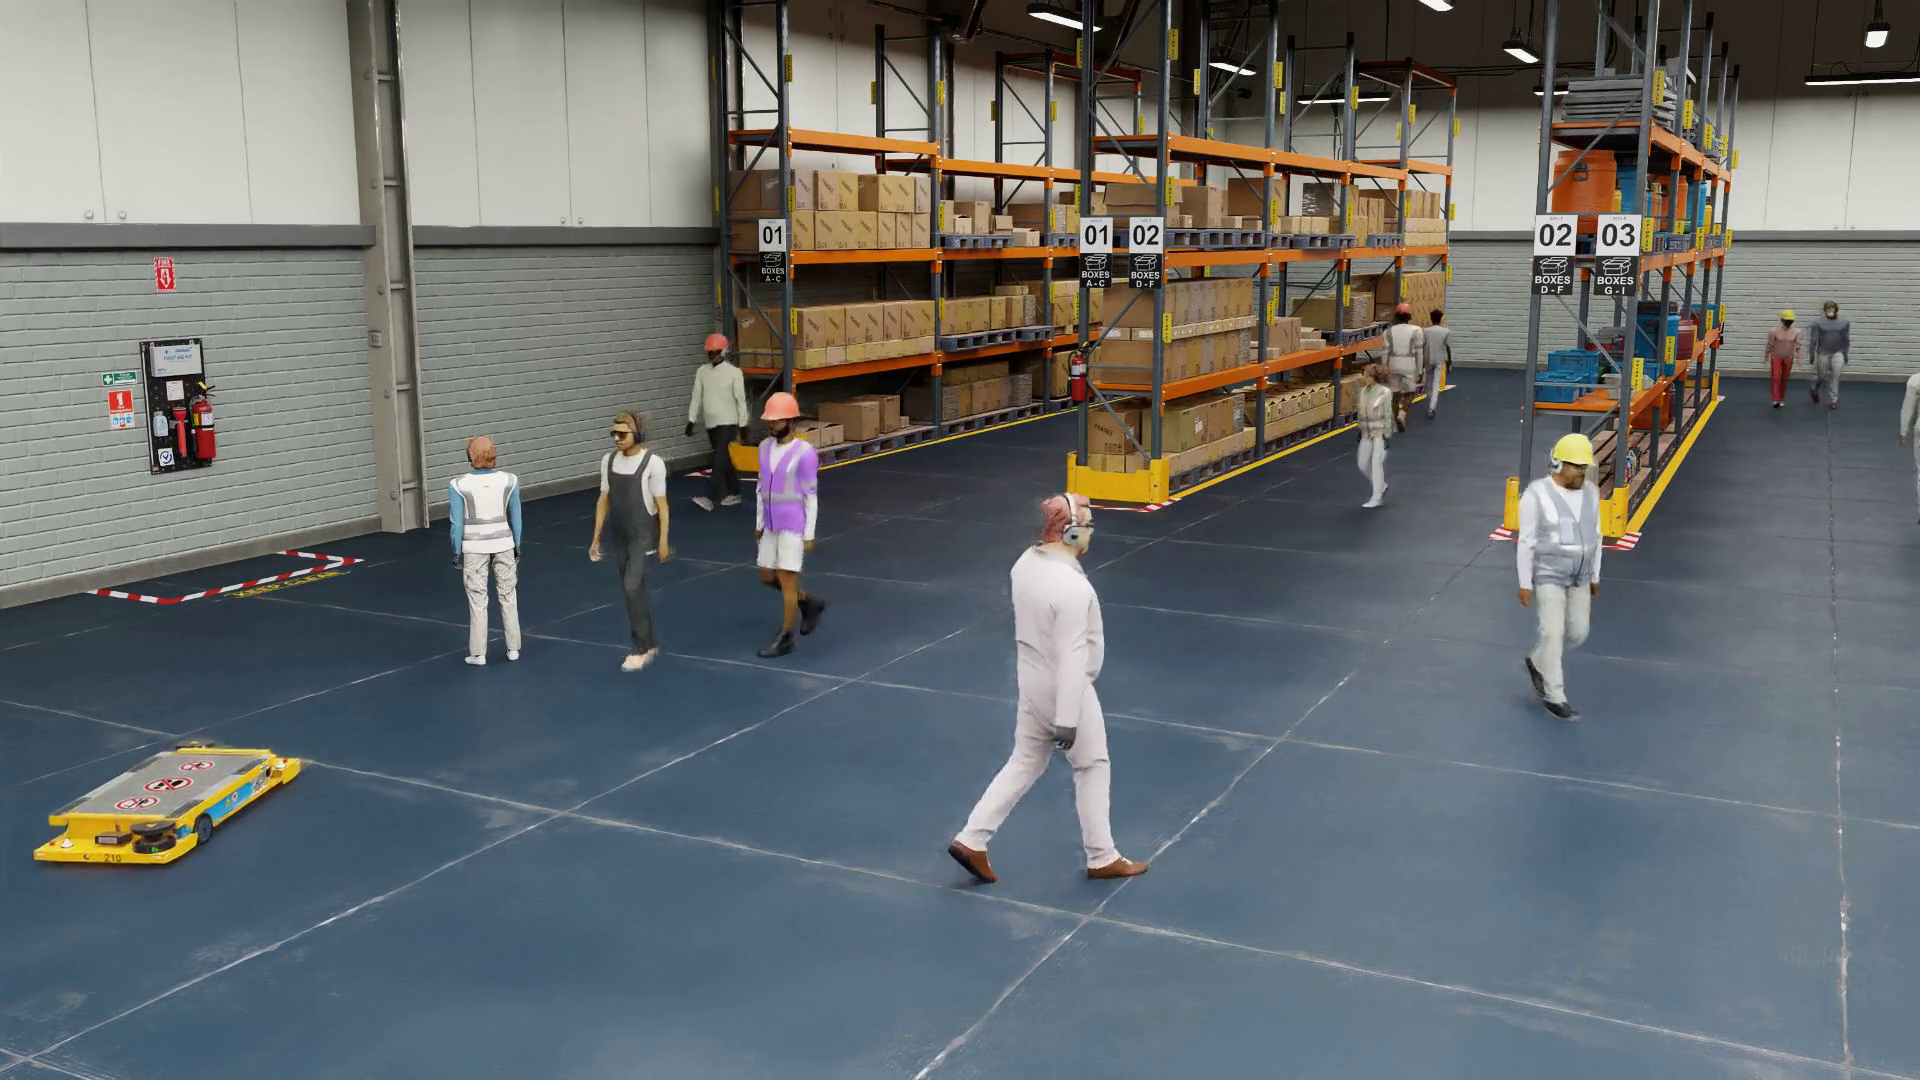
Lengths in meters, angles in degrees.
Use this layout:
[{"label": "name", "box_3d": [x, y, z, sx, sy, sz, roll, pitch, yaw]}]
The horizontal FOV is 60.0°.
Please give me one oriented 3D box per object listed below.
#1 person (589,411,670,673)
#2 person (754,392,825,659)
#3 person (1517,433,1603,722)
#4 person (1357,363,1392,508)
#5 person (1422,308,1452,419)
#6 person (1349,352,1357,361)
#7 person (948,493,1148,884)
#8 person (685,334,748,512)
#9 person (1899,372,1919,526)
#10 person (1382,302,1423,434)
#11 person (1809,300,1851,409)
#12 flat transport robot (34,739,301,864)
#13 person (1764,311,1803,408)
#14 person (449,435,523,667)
[{"label": "person", "box_3d": [-2.337, 0.011, 11.629, 0.520, 1.823, 0.664, 6, 12, 31]}, {"label": "person", "box_3d": [-1.232, -0.123, 12.079, 0.558, 1.925, 0.631, 9, 14, 41]}, {"label": "person", "box_3d": [3.788, 0.209, 10.578, 0.614, 1.811, 0.613, -4, 11, -19]}, {"label": "person", "box_3d": [4.662, -1.172, 18.611, 0.432, 1.618, 0.556, -6, 12, -30]}, {"label": "person", "box_3d": [7.932, -2.948, 27.775, 0.529, 1.837, 0.973, 4, 11, 21]}, {"label": "person", "box_3d": [7.662, -3.949, 32.953, 0.588, 1.920, 0.398, 5, 11, 24]}, {"label": "person", "box_3d": [0.401, 0.703, 7.723, 0.907, 1.878, 0.646, -4, 11, -23]}, {"label": "person", "box_3d": [-2.736, -1.300, 18.436, 0.621, 1.941, 1.017, 7, 12, 32]}, {"label": "person", "box_3d": [10.266, -1.112, 17.537, 0.643, 1.897, 0.918, 4, 11, 21]}, {"label": "person", "box_3d": [6.739, -2.612, 25.361, 0.638, 2.026, 0.515, 5, 12, 26]}, {"label": "person", "box_3d": [15.346, -3.290, 29.414, 0.651, 1.908, 0.752, 2, 11, 9]}, {"label": "flat transport robot", "box_3d": [-4.072, 1.334, 8.642, 0.652, 0.197, 1.431, 1, 10, 4]}, {"label": "person", "box_3d": [14.517, -3.181, 29.317, 0.545, 1.713, 0.895, 3, 11, 15]}, {"label": "person", "box_3d": [-3.335, 0.080, 11.747, 0.514, 1.641, 0.307, -7, 12, -32]}]
